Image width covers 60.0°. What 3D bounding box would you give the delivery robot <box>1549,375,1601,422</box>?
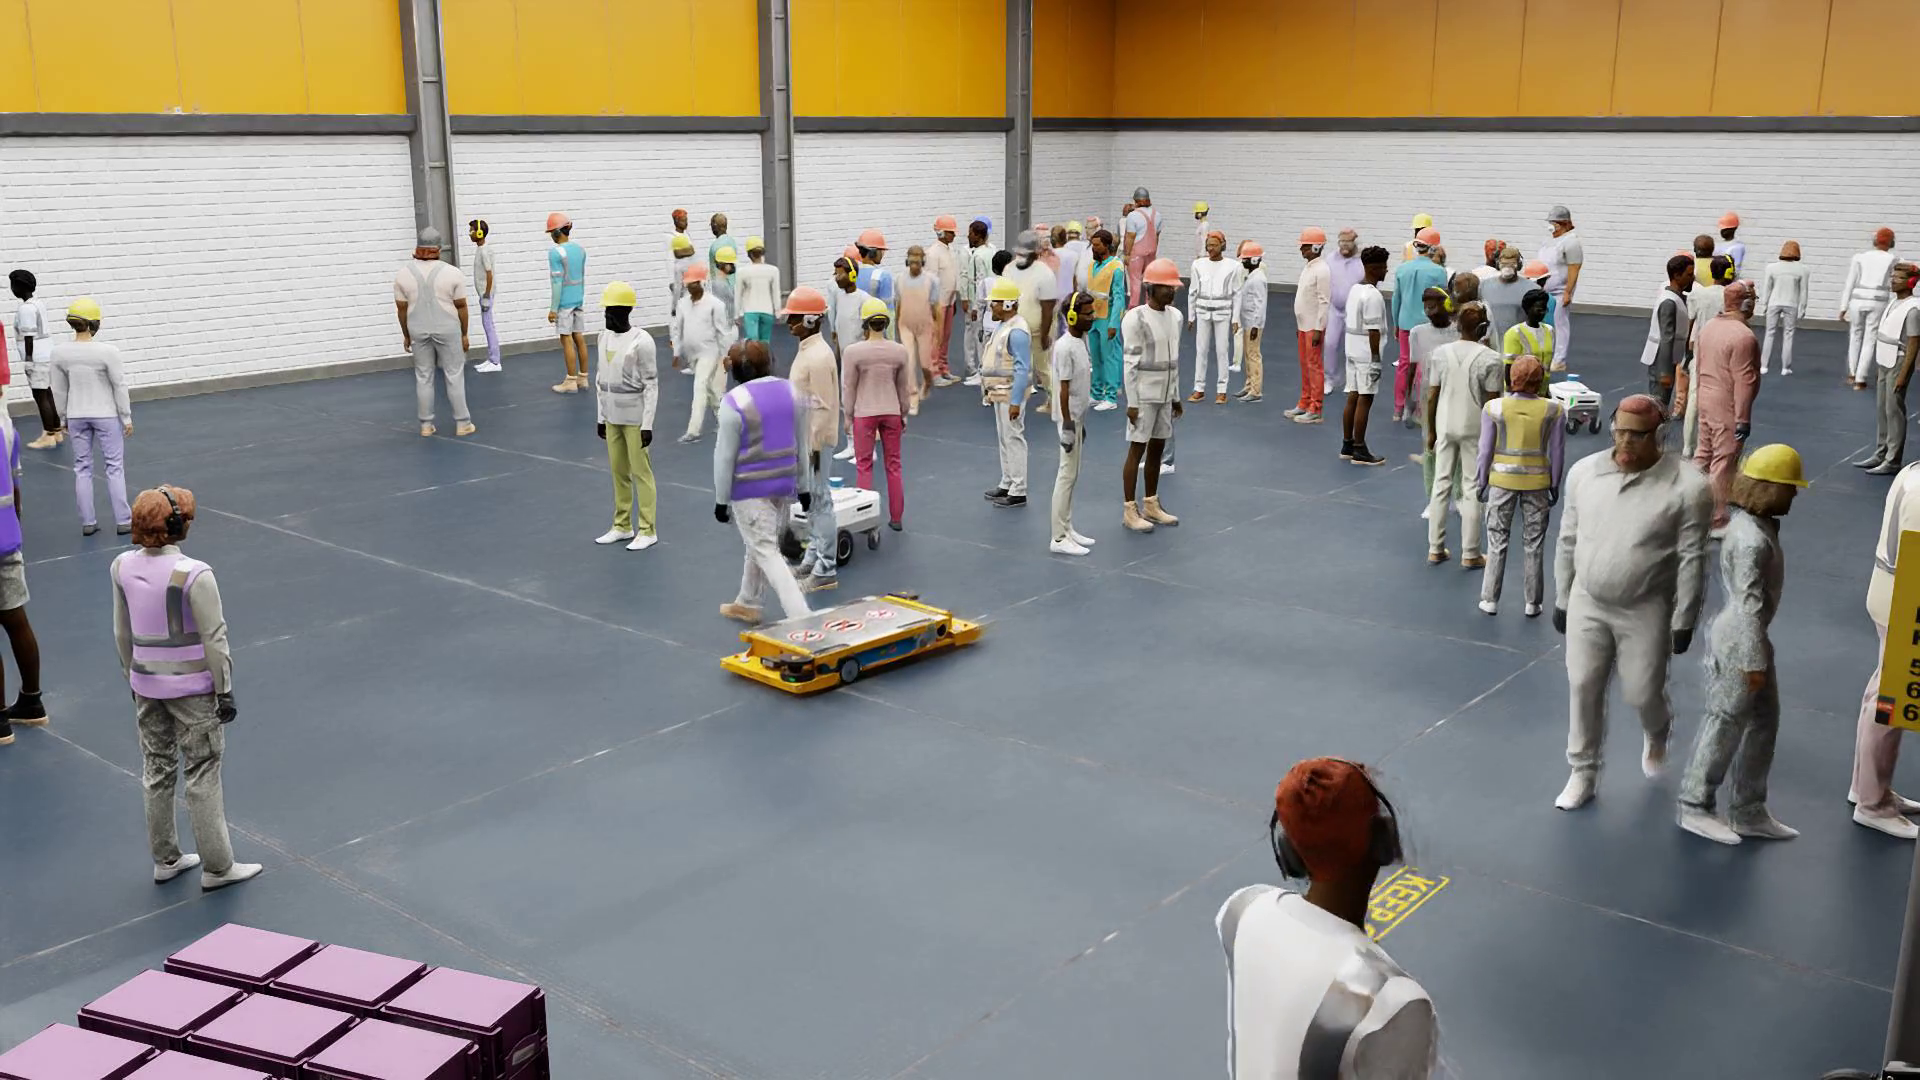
[{"bbox_3d":[6.109,-1.409,16.626,0.477,0.478,0.707,-1,14,-5],"label":"delivery robot"}]

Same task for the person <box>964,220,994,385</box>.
[{"bbox_3d":[0.245,-2.777,19.519,0.390,1.919,0.591,1,14,5],"label":"person"}]

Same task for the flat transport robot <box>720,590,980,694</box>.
[{"bbox_3d":[-0.610,0.560,9.526,0.652,0.197,1.431,13,19,42],"label":"flat transport robot"}]

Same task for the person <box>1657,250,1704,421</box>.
[{"bbox_3d":[7.387,-2.113,17.193,0.318,1.756,0.559,-9,16,-31],"label":"person"}]

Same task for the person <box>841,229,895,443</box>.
[{"bbox_3d":[-0.854,-1.959,16.006,0.615,2.036,0.376,10,17,35],"label":"person"}]

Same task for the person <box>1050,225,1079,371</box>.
[{"bbox_3d":[1.183,-2.840,19.950,0.516,1.835,0.357,-9,17,-33],"label":"person"}]

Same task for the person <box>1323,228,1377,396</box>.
[{"bbox_3d":[4.328,-2.548,18.681,0.666,1.873,0.812,6,15,22],"label":"person"}]

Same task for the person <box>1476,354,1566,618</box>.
[{"bbox_3d":[3.456,-0.327,10.291,0.513,1.641,0.309,4,15,14],"label":"person"}]

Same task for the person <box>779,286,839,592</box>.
[{"bbox_3d":[-0.977,-0.661,10.908,0.375,1.995,0.609,-3,14,-13],"label":"person"}]

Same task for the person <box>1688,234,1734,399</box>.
[{"bbox_3d":[8.197,-2.461,18.435,0.656,1.828,0.468,0,14,1],"label":"person"}]

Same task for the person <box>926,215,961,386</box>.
[{"bbox_3d":[-0.187,-2.808,19.513,0.407,1.985,0.616,6,15,23],"label":"person"}]

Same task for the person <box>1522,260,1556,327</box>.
[{"bbox_3d":[5.450,-1.786,15.893,0.343,1.749,0.573,11,18,38],"label":"person"}]

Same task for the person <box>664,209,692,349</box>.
[{"bbox_3d":[-3.825,-3.576,22.787,0.338,1.879,0.583,5,15,20],"label":"person"}]

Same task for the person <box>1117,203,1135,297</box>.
[{"bbox_3d":[2.979,-5.155,29.596,0.314,1.636,0.515,-11,17,-36],"label":"person"}]

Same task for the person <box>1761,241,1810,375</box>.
[{"bbox_3d":[10.084,-2.838,20.355,0.502,1.627,0.288,9,17,33],"label":"person"}]

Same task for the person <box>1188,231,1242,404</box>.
[{"bbox_3d":[2.777,-2.433,18.213,0.584,1.882,0.337,6,15,23],"label":"person"}]

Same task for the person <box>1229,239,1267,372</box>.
[{"bbox_3d":[3.537,-2.902,20.593,0.504,1.632,0.269,-2,14,-8],"label":"person"}]

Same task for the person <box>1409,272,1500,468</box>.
[{"bbox_3d":[4.475,-1.454,14.575,1.058,1.749,0.518,2,14,7],"label":"person"}]

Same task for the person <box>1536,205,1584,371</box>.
[{"bbox_3d":[7.362,-3.124,20.658,0.536,2.000,0.681,-3,14,-10],"label":"person"}]

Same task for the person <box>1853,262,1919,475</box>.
[{"bbox_3d":[8.163,-1.485,14.500,0.377,1.844,0.570,3,14,11],"label":"person"}]

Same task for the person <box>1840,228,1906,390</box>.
[{"bbox_3d":[10.616,-2.689,19.342,0.601,1.838,0.840,12,18,39],"label":"person"}]

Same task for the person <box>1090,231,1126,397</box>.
[{"bbox_3d":[1.681,-2.540,18.719,0.344,1.847,0.505,-2,14,-10],"label":"person"}]

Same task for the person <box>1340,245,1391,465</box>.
[{"bbox_3d":[3.658,-1.665,14.976,0.361,1.963,0.618,-2,14,-6],"label":"person"}]

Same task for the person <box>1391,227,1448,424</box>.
[{"bbox_3d":[4.716,-2.192,17.028,0.396,1.992,0.623,-13,19,-41],"label":"person"}]

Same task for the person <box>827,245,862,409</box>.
[{"bbox_3d":[-1.135,-2.271,17.828,0.563,1.753,0.327,4,15,15],"label":"person"}]

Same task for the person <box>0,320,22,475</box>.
[{"bbox_3d":[-8.435,-1.405,14.402,0.574,1.740,0.349,13,19,42],"label":"person"}]

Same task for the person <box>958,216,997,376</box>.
[{"bbox_3d":[0.246,-2.970,20.264,0.616,1.935,0.421,-13,19,-41],"label":"person"}]

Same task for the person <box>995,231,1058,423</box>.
[{"bbox_3d":[0.721,-2.258,17.196,0.724,2.000,0.966,10,17,34],"label":"person"}]

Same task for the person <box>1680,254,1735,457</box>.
[{"bbox_3d":[6.869,-1.666,15.189,0.532,1.865,0.310,11,18,38],"label":"person"}]

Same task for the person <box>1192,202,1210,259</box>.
[{"bbox_3d":[3.991,-4.708,27.565,0.339,1.761,0.524,1,14,4],"label":"person"}]

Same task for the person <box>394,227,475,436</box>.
[{"bbox_3d":[-5.142,-2.044,16.344,0.675,2.000,0.537,0,14,-2],"label":"person"}]

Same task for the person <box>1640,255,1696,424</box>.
[{"bbox_3d":[6.125,-1.510,14.453,0.394,1.920,0.587,6,15,24],"label":"person"}]

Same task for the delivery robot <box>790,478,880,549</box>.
[{"bbox_3d":[-0.882,-0.198,11.788,0.477,0.478,0.707,9,17,32],"label":"delivery robot"}]

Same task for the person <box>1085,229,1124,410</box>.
[{"bbox_3d":[1.535,-2.359,17.850,0.391,1.920,0.593,-8,16,-28],"label":"person"}]

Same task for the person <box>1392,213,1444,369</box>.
[{"bbox_3d":[5.755,-3.119,20.865,0.369,1.928,0.586,-13,19,-42],"label":"person"}]

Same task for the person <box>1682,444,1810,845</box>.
[{"bbox_3d":[3.360,0.451,7.004,0.469,1.726,0.523,8,16,28],"label":"person"}]
